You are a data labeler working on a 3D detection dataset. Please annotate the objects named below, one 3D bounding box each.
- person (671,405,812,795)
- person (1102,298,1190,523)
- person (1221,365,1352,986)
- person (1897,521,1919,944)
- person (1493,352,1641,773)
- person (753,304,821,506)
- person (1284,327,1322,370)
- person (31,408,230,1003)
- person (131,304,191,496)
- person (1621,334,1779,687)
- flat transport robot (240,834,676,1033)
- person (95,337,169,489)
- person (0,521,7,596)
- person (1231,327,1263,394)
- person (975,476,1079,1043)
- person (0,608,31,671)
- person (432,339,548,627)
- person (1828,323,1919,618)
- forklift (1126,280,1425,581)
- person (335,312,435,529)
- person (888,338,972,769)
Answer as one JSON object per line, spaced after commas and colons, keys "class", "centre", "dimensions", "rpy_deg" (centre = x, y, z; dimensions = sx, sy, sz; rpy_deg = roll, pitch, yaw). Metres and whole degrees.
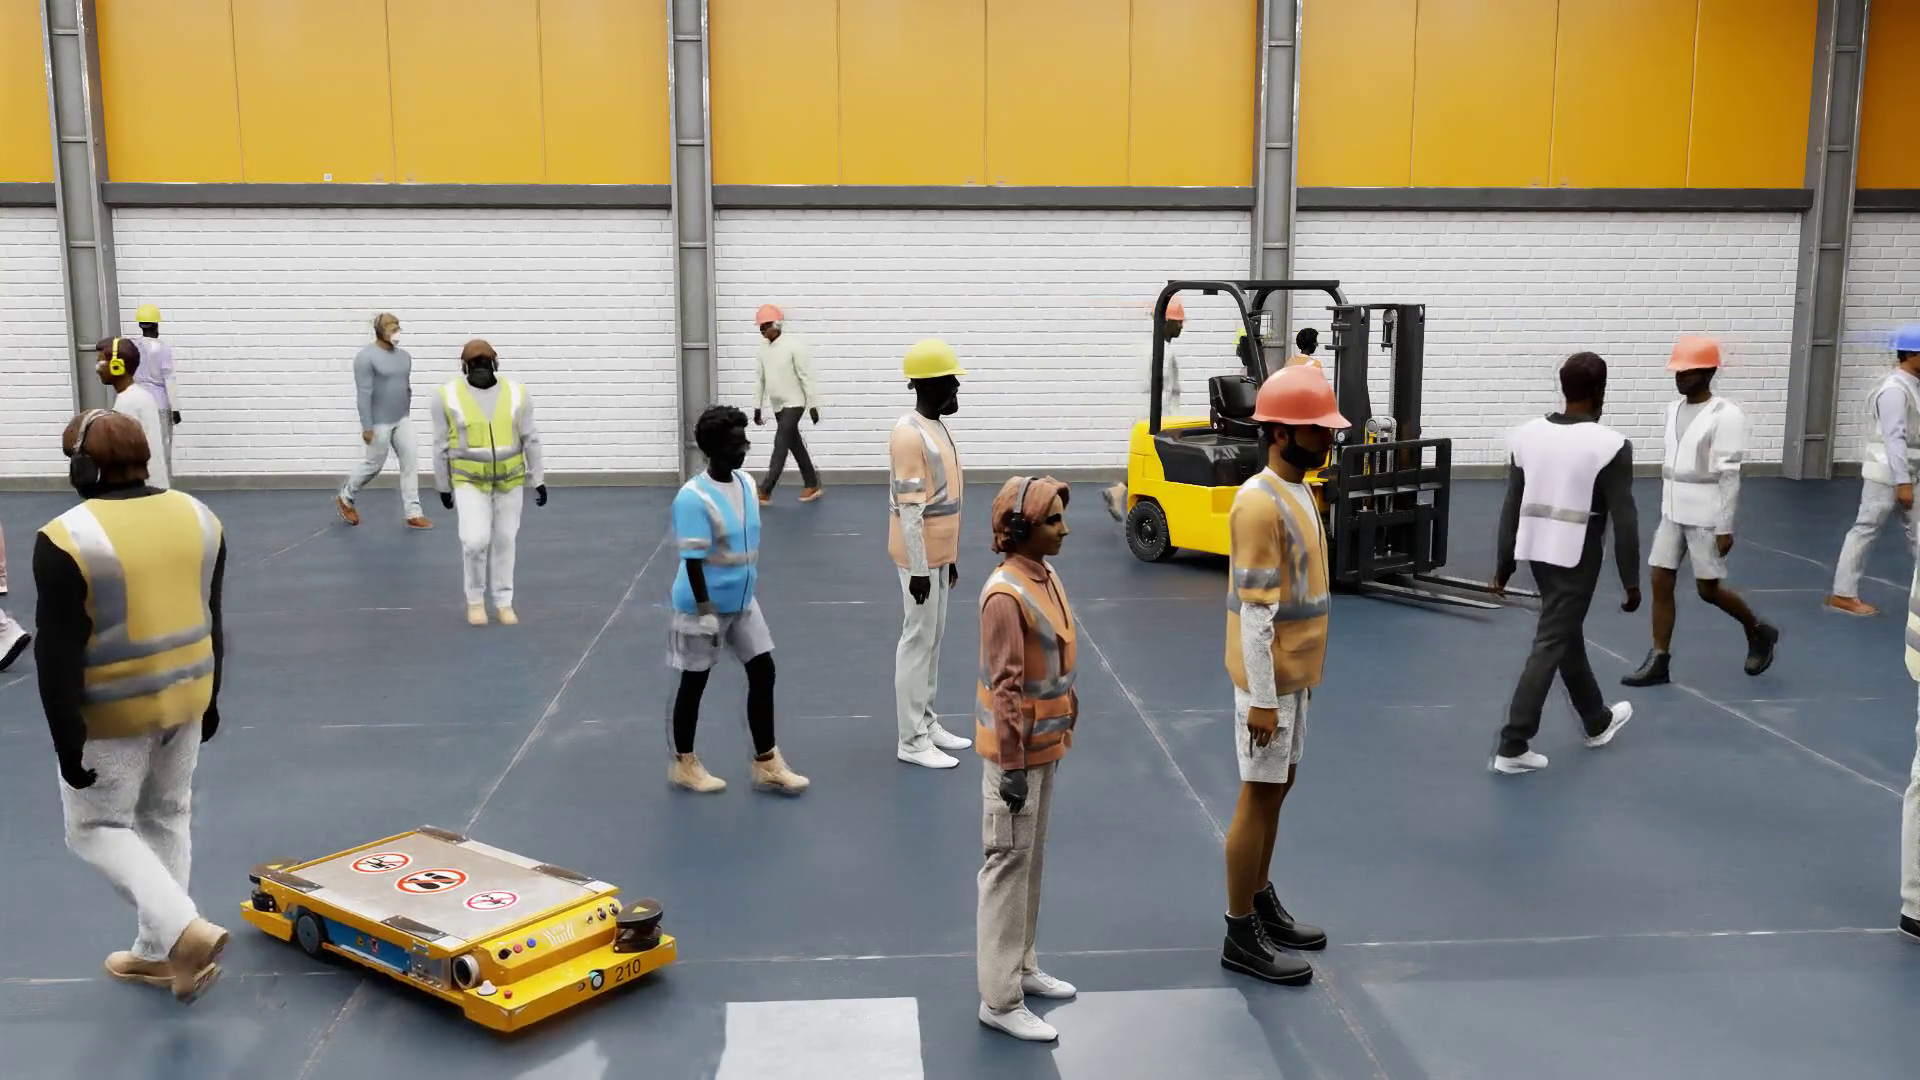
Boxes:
{"class": "person", "centre": [-0.938, 0.276, 6.954], "dimensions": [0.719, 1.666, 0.551], "rpy_deg": [5, 10, 28]}
{"class": "person", "centre": [1.650, -1.051, 14.200], "dimensions": [0.729, 2.023, 0.613], "rpy_deg": [0, 9, -3]}
{"class": "person", "centre": [1.033, 0.415, 5.272], "dimensions": [0.365, 1.935, 0.553], "rpy_deg": [4, 10, 23]}
{"class": "person", "centre": [3.344, 0.435, 5.473], "dimensions": [0.587, 1.835, 0.404], "rpy_deg": [-9, 13, -44]}
{"class": "person", "centre": [2.789, 0.094, 7.493], "dimensions": [1.013, 1.866, 0.618], "rpy_deg": [-5, 10, -30]}
{"class": "person", "centre": [-1.711, -1.299, 16.052], "dimensions": [1.079, 1.924, 0.643], "rpy_deg": [-9, 13, -44]}
{"class": "person", "centre": [3.465, -1.302, 16.840], "dimensions": [0.322, 1.691, 0.532], "rpy_deg": [-4, 10, -26]}
{"class": "person", "centre": [-2.436, 0.517, 4.990], "dimensions": [0.599, 1.824, 0.633], "rpy_deg": [5, 10, 26]}
{"class": "person", "centre": [-7.896, -1.340, 16.314], "dimensions": [0.594, 1.928, 0.363], "rpy_deg": [3, 10, 20]}
{"class": "person", "centre": [4.019, -0.150, 8.924], "dimensions": [0.823, 1.914, 0.553], "rpy_deg": [-3, 9, -17]}
{"class": "flat transport robot", "centre": [-1.664, 1.220, 5.436], "dimensions": [1.431, 0.197, 0.652], "rpy_deg": [7, 11, 36]}
{"class": "person", "centre": [-4.832, -0.248, 9.685], "dimensions": [0.499, 1.851, 0.570], "rpy_deg": [-2, 9, -14]}
{"class": "person", "centre": [-6.773, -0.518, 11.233], "dimensions": [0.401, 1.906, 0.650], "rpy_deg": [1, 9, 4]}
{"class": "person", "centre": [2.741, -1.112, 15.469], "dimensions": [0.692, 1.744, 0.531], "rpy_deg": [0, 9, 0]}
{"class": "person", "centre": [0.192, 0.624, 4.895], "dimensions": [0.306, 1.639, 0.524], "rpy_deg": [2, 9, 14]}
{"class": "person", "centre": [-5.642, -0.131, 8.990], "dimensions": [0.954, 1.857, 0.638], "rpy_deg": [-3, 9, -15]}
{"class": "person", "centre": [-2.948, -0.348, 10.454], "dimensions": [0.641, 1.822, 0.475], "rpy_deg": [-5, 10, -28]}
{"class": "person", "centre": [6.049, -0.404, 10.518], "dimensions": [0.633, 1.896, 0.980], "rpy_deg": [-9, 12, -43]}
{"class": "forklift", "centre": [2.301, -0.860, 12.475], "dimensions": [1.214, 2.155, 2.313], "rpy_deg": [-6, 11, -35]}
{"class": "person", "centre": [-5.073, -1.041, 14.550], "dimensions": [0.938, 1.908, 0.636], "rpy_deg": [4, 10, 25]}
{"class": "person", "centre": [-0.139, 0.056, 7.555], "dimensions": [0.354, 1.930, 0.587], "rpy_deg": [2, 9, 11]}
